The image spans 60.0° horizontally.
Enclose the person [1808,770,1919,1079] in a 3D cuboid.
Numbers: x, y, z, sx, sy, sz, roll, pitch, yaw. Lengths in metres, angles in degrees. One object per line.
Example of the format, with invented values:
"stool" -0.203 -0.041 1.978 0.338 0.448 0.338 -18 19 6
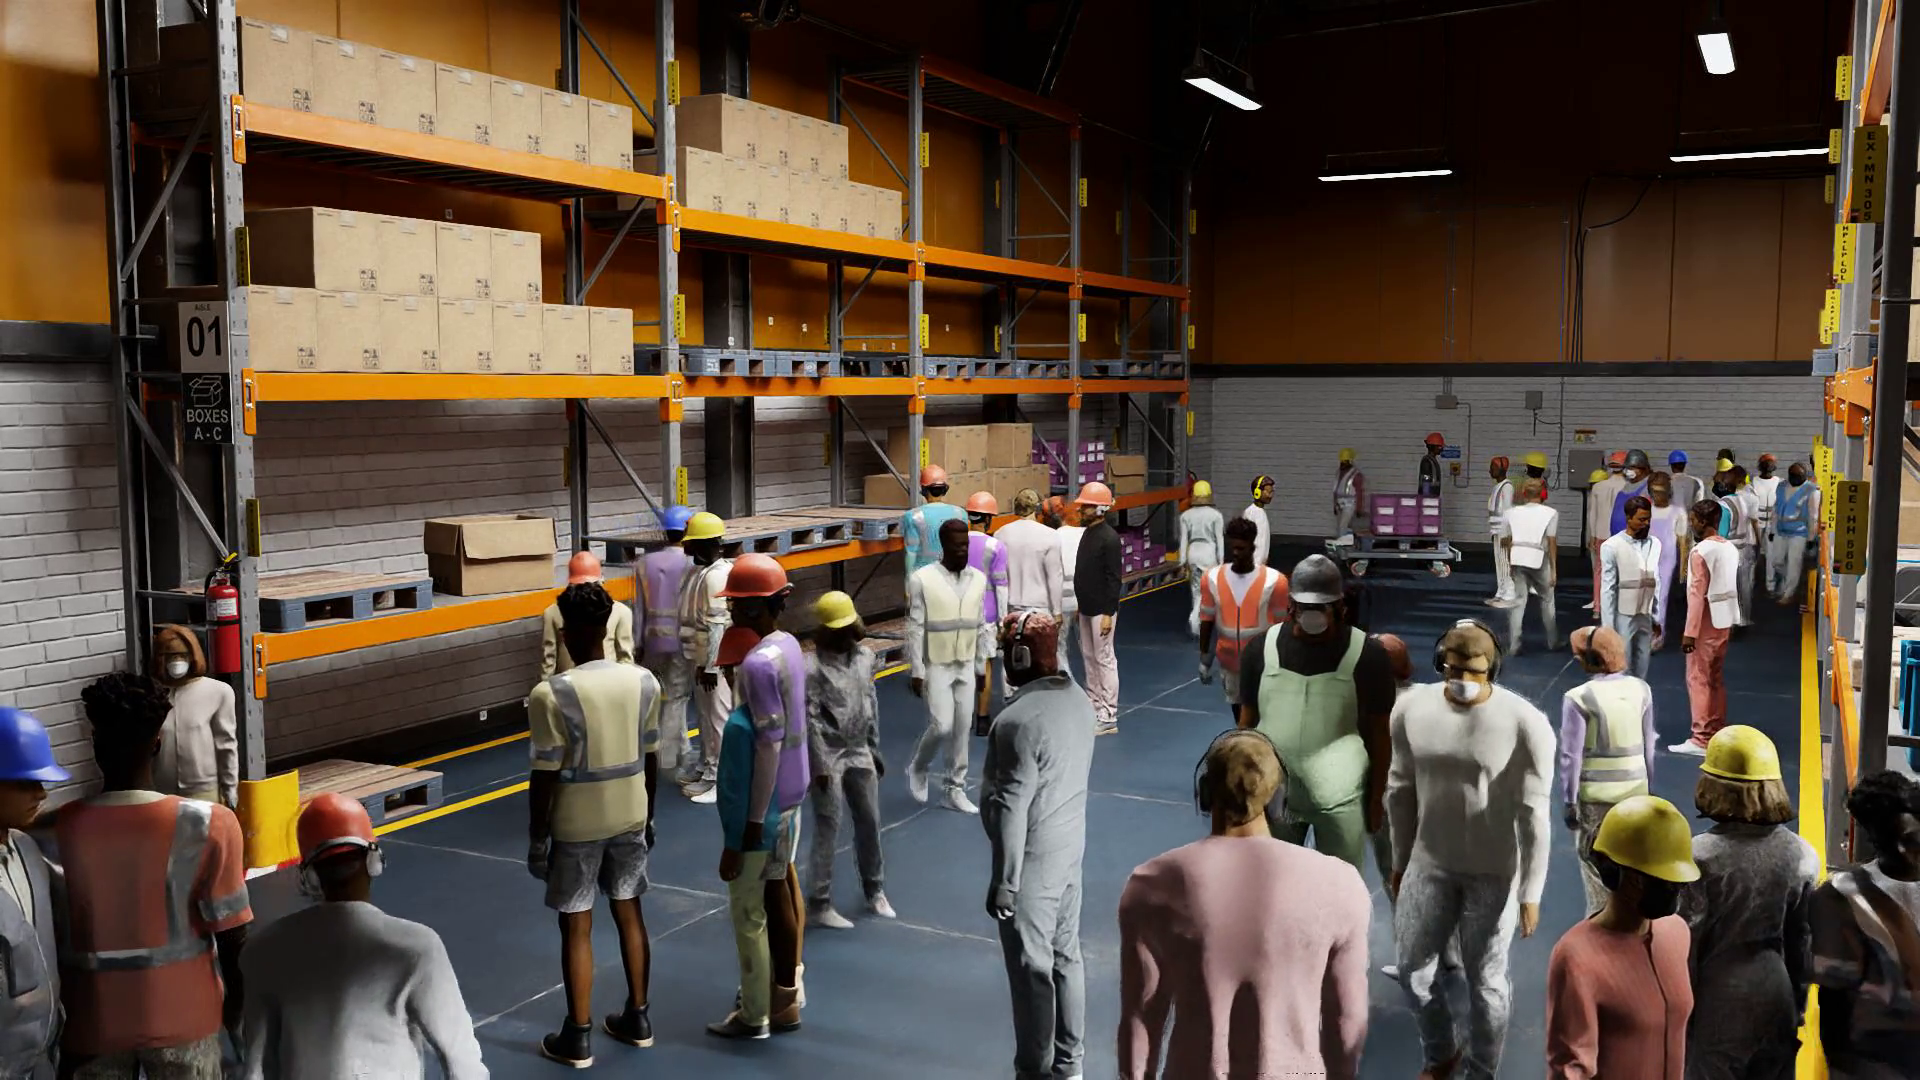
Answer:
"person" 2.704 1.478 4.782 0.563 1.661 0.443 -1 5 -13

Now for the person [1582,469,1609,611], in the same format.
"person" 7.775 0.009 20.231 0.333 1.737 0.489 0 5 -2

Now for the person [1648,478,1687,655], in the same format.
"person" 7.101 0.270 17.020 0.521 1.799 0.909 5 7 44

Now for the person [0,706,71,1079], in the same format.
"person" -2.484 1.391 4.267 0.421 1.938 0.610 0 5 -5

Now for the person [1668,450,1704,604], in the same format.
"person" 9.002 -0.155 20.864 0.616 1.944 0.405 0 5 2

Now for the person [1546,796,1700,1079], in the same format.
"person" 1.639 1.492 4.093 0.533 1.765 0.325 -4 7 -36

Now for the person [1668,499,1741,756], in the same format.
"person" 5.600 0.651 12.422 0.598 1.906 0.404 -5 7 -44

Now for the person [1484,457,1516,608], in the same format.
"person" 6.722 -0.098 20.639 0.354 1.877 0.574 0 5 5

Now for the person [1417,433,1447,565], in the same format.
"person" 7.218 -0.623 25.439 0.407 2.035 0.611 3 6 26

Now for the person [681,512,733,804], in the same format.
"person" -1.637 0.774 11.024 0.397 1.919 0.589 -1 5 -6

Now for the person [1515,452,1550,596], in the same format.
"person" 7.368 -0.189 21.496 0.718 1.882 0.730 1 5 9

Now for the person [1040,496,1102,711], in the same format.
"person" 0.942 0.562 13.689 0.659 1.847 0.526 -3 6 -28

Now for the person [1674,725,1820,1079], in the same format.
"person" 2.338 1.421 5.026 0.480 1.734 0.331 -1 5 -15

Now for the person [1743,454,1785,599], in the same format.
"person" 10.352 -0.172 21.404 0.589 1.879 0.352 1 5 12

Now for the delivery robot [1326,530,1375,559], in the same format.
"delivery robot" 5.876 0.096 25.048 0.707 0.478 0.477 -1 5 -16

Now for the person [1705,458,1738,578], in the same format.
"person" 10.460 -0.241 22.784 0.518 1.756 0.345 4 7 37

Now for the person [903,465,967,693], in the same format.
"person" -0.232 0.349 14.889 0.607 2.048 0.370 -2 6 -23

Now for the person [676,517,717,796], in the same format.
"person" -1.735 0.773 11.208 0.355 1.882 0.576 -1 5 -15

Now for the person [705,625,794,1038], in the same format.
"person" -0.897 1.226 7.099 0.351 1.738 0.573 1 5 14

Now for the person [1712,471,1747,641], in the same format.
"person" 8.119 0.187 17.731 0.429 1.844 0.627 4 7 40

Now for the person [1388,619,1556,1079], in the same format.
"person" 1.858 1.230 6.123 0.635 1.911 0.423 4 7 35

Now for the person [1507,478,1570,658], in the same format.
"person" 5.876 0.278 16.928 0.912 1.800 0.603 -5 7 -42

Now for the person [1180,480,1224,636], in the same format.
"person" 2.607 0.209 18.066 0.494 1.726 0.639 3 6 32

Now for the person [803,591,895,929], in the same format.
"person" -0.586 1.105 8.481 0.320 1.735 0.512 5 7 45

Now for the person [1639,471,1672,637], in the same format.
"person" 7.505 0.169 18.026 0.624 1.837 0.431 -4 6 -35

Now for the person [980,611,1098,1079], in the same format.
"person" 0.276 1.216 6.364 0.404 1.901 0.640 3 6 27

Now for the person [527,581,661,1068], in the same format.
"person" -1.497 1.146 6.801 0.605 1.957 0.376 -5 7 -45

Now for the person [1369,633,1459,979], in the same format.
"person" 2.033 1.232 7.682 0.535 1.606 0.438 -2 6 -25

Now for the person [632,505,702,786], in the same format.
"person" -1.909 0.714 11.645 0.636 1.911 0.855 2 6 23

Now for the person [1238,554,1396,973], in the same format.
"person" 1.540 1.057 7.306 0.685 2.000 0.535 2 6 22

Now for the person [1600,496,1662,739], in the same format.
"person" 5.188 0.605 12.892 0.598 1.908 0.401 -3 6 -28

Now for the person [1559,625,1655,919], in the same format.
"person" 3.055 1.213 7.824 0.539 1.624 0.357 -2 6 -23

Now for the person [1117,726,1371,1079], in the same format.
"person" 0.701 1.418 4.176 0.618 1.900 0.954 2 6 17

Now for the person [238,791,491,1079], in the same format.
"person" -1.546 1.508 4.334 0.579 1.688 0.899 2 6 18

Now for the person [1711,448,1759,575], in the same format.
"person" 11.021 -0.377 23.769 1.100 1.870 0.680 -1 5 -11

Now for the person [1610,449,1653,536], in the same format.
"person" 7.781 -0.049 19.202 0.537 2.000 0.692 -1 6 -16

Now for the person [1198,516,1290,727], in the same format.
"person" 1.945 0.761 11.288 0.618 1.907 1.059 3 6 26

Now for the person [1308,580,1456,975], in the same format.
"person" 1.842 1.112 7.755 1.044 1.855 0.606 1 5 11

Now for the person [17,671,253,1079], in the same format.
"person" -2.291 1.339 4.656 0.613 1.965 0.361 -1 5 -13

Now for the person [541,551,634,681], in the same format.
"person" -2.287 0.934 10.226 0.567 1.741 0.354 0 5 -5

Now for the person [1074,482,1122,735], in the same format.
"person" 1.070 0.535 13.147 0.372 1.997 0.611 -2 6 -19

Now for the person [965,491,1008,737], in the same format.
"person" 0.141 0.581 13.071 0.548 1.924 0.387 3 6 28

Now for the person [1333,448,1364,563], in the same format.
"person" 6.040 -0.540 25.735 0.690 1.799 0.599 -2 6 -21

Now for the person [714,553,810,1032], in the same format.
"person" -0.846 1.073 7.116 0.395 2.043 0.610 0 5 4

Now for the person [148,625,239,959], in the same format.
"person" -3.690 1.208 7.899 0.498 1.628 0.289 -2 6 -22

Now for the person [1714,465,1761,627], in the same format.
"person" 8.798 0.077 18.878 0.594 1.847 0.547 5 7 40

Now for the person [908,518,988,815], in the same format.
"person" -0.072 0.805 10.705 0.609 1.908 0.460 -4 7 -37

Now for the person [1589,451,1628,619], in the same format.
"person" 7.688 -0.046 19.484 0.414 1.985 0.635 -5 7 -43

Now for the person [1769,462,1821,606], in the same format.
"person" 10.381 -0.074 20.701 0.495 1.810 0.698 -2 6 -24

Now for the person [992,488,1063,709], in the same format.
"person" 0.539 0.548 13.380 0.627 1.932 0.377 3 6 31

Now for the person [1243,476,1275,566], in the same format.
"person" 2.992 0.285 16.631 0.348 1.856 0.523 2 6 22
